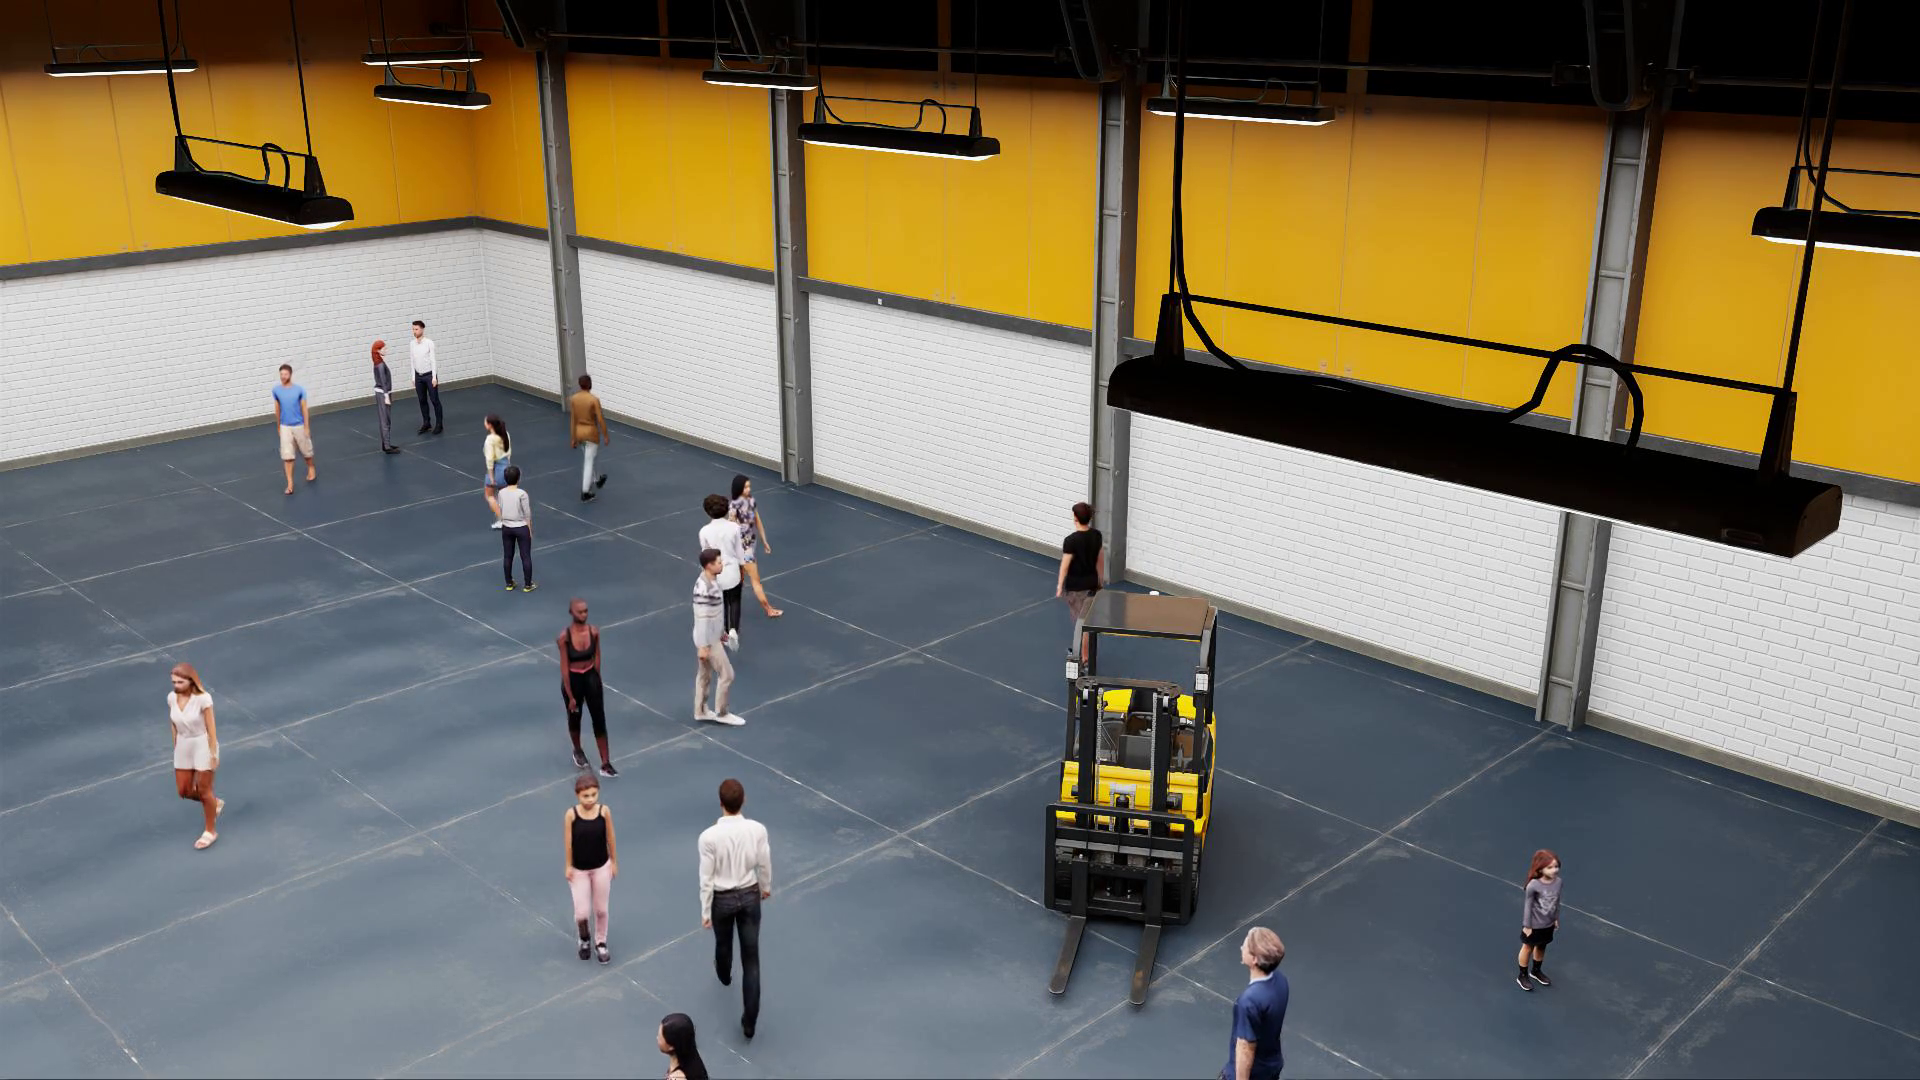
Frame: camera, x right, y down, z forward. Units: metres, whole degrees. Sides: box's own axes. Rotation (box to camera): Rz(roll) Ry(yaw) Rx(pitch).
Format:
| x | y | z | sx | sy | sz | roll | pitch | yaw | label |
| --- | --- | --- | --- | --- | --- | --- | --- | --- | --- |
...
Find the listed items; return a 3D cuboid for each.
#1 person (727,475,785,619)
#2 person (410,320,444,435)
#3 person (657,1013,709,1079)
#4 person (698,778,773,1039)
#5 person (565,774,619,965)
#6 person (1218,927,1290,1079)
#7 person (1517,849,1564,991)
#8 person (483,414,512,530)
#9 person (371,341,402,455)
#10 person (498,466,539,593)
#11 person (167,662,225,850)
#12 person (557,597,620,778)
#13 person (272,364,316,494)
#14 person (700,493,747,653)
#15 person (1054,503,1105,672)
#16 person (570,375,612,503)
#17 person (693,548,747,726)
| x | y | z | sx | sy | sz | roll | pitch | yaw | label |
| --- | --- | --- | --- | --- | --- | --- | --- | --- | --- |
| -2.563 | 0.089 | 19.333 | 1.245 | 1.676 | 0.859 | 9 | 21 | 25 | person |
| -8.760 | -2.688 | 27.293 | 0.672 | 1.860 | 0.773 | 6 | 19 | 16 | person |
| -1.517 | 3.417 | 9.297 | 0.859 | 1.774 | 0.801 | 0 | 19 | 1 | person |
| -1.540 | 2.605 | 11.630 | 1.053 | 1.824 | 1.282 | -6 | 19 | -16 | person |
| -2.799 | 2.443 | 12.534 | 0.643 | 1.554 | 0.691 | -7 | 20 | -19 | person |
| 1.819 | 3.181 | 9.873 | 0.747 | 1.855 | 0.725 | 12 | 22 | 33 | person |
| 4.274 | 2.774 | 12.255 | 0.528 | 1.106 | 0.537 | -8 | 20 | -22 | person |
| -6.119 | -0.893 | 22.334 | 0.681 | 1.622 | 0.704 | 9 | 21 | 26 | person |
| -9.052 | -2.253 | 26.123 | 0.703 | 1.782 | 0.555 | -8 | 20 | -23 | person |
| -5.407 | -0.139 | 20.210 | 0.581 | 1.548 | 0.680 | 4 | 19 | 12 | person |
| -6.499 | 1.790 | 14.277 | 0.778 | 1.681 | 0.825 | 3 | 19 | 8 | person |
| -3.580 | 1.336 | 15.556 | 0.763 | 1.724 | 1.132 | -10 | 21 | -28 | person |
| -9.719 | -1.673 | 24.324 | 1.115 | 1.832 | 1.294 | -3 | 19 | -9 | person |
| -2.573 | 0.386 | 18.275 | 0.959 | 1.788 | 1.081 | -4 | 19 | -10 | person |
| 1.358 | 0.518 | 17.781 | 0.746 | 1.853 | 0.771 | -13 | 23 | -35 | person |
| -5.335 | -1.423 | 23.654 | 1.130 | 1.784 | 1.000 | 6 | 20 | 18 | person |
| -2.567 | 0.967 | 16.465 | 0.964 | 1.844 | 0.900 | -1 | 19 | -4 | person |
